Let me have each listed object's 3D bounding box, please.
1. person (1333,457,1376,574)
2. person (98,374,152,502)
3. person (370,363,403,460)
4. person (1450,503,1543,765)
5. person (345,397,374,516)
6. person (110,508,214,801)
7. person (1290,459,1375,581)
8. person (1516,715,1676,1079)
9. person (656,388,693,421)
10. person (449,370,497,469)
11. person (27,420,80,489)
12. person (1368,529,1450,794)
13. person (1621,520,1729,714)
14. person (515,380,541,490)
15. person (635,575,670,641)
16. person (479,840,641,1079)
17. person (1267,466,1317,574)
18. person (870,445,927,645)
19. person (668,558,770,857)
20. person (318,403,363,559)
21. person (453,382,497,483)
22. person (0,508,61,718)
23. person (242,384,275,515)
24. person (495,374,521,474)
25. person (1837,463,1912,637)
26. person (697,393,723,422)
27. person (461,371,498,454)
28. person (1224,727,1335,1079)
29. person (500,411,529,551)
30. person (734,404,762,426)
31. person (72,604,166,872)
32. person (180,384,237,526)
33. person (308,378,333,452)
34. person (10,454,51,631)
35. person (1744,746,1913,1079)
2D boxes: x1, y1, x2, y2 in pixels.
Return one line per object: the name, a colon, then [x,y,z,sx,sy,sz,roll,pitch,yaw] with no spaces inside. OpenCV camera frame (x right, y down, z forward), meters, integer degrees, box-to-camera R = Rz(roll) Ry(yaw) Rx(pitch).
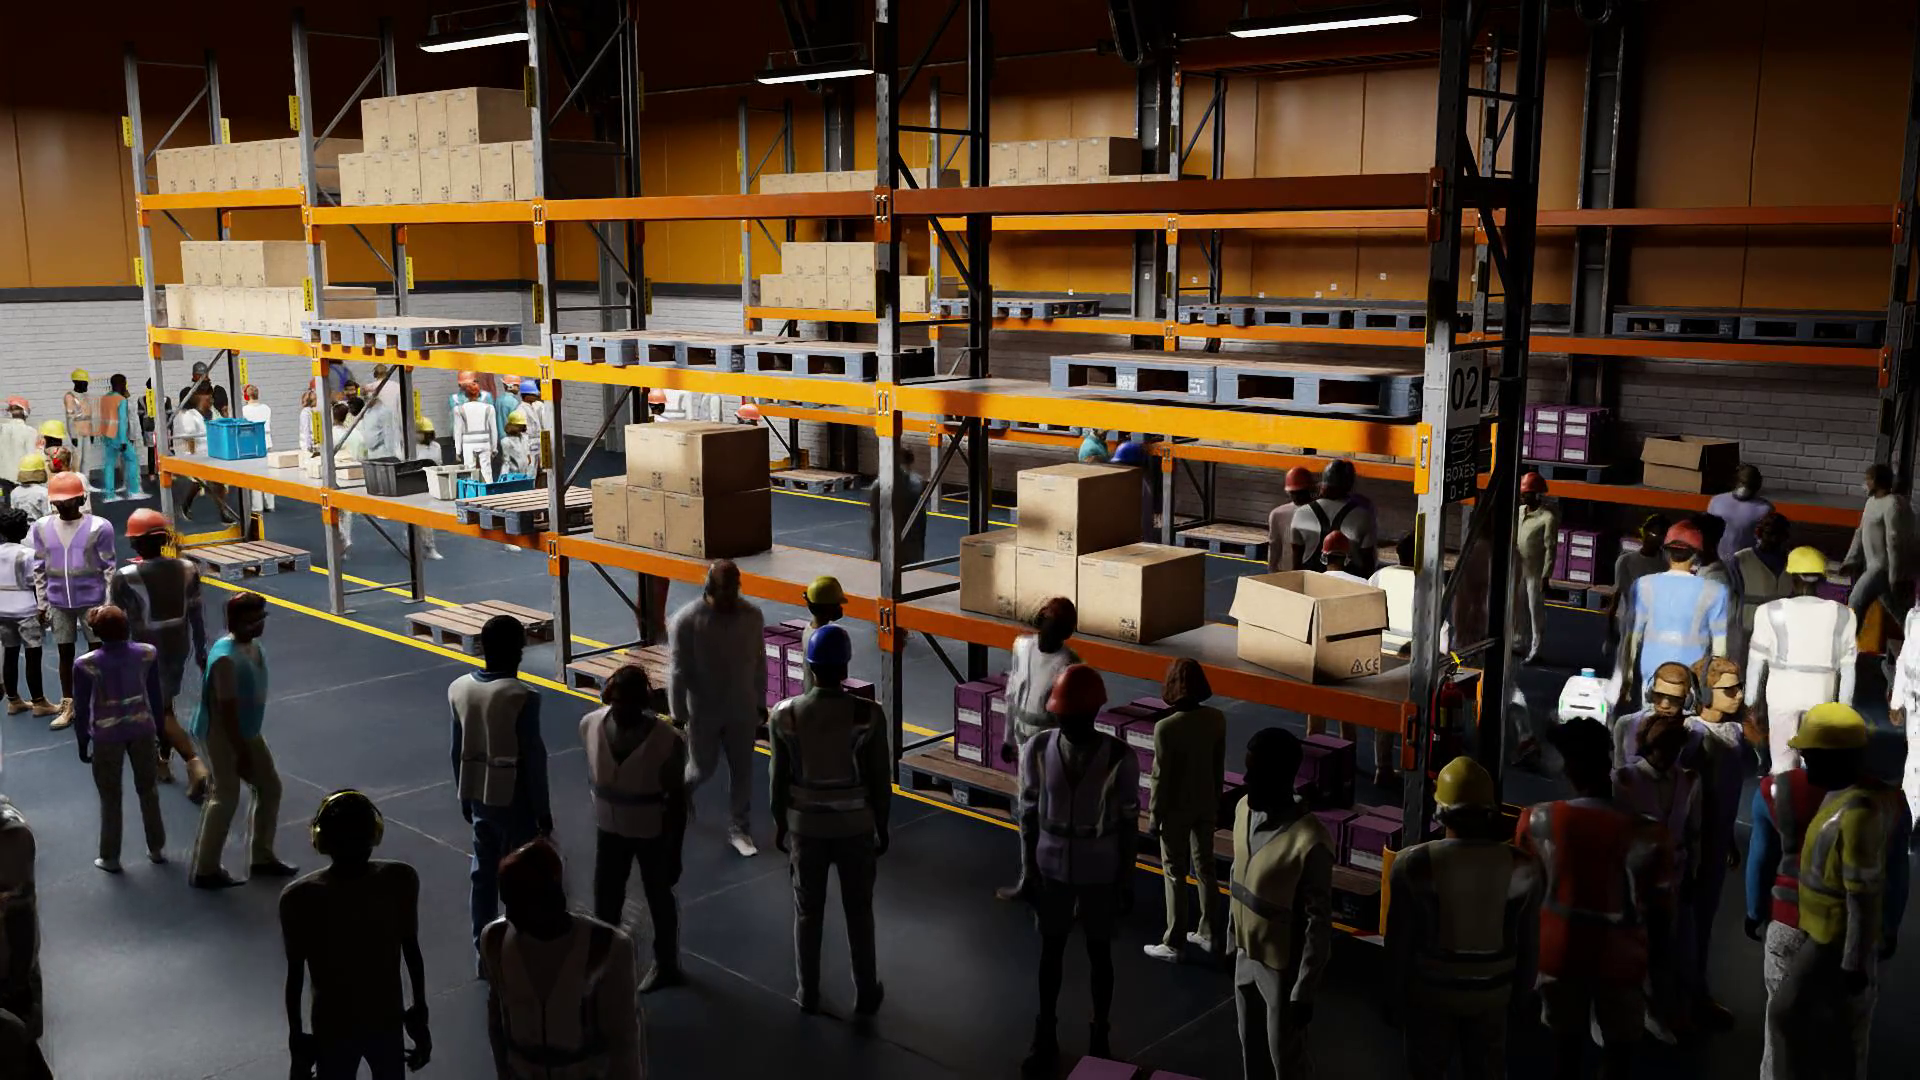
person: [3.517,0.220,14.901,0.553,1.897,0.768,-3,11,-17]
person: [-12.445,-1.520,24.706,0.608,1.887,0.748,5,11,27]
person: [-9.081,-1.817,26.262,0.628,1.936,0.377,-8,13,-40]
person: [3.905,0.687,12.208,0.623,1.907,0.945,-4,11,-19]
person: [-8.364,-1.167,23.328,0.526,1.676,0.491,-1,10,-7]
person: [-5.453,0.782,11.415,0.989,2.012,0.615,6,12,32]
person: [3.092,0.338,13.780,0.682,2.000,0.537,4,11,21]
person: [2.489,1.664,6.582,0.628,1.934,0.532,5,11,28]
person: [-4.543,-1.809,26.396,0.611,1.877,0.356,1,10,4]
person: [-7.130,-1.521,24.365,0.631,2.011,0.551,-1,10,-4]
person: [-9.863,-0.367,18.171,0.419,1.900,0.585,4,11,22]
person: [3.110,0.840,11.498,0.429,1.846,0.625,-8,13,-39]
person: [4.722,0.858,11.017,0.610,1.985,1.102,7,12,35]
person: [-5.920,-1.222,22.859,0.384,1.948,0.605,-1,10,-3]
person: [-2.928,0.031,15.925,0.467,1.904,0.622,0,10,1]
person: [-1.319,1.898,5.500,0.616,1.841,0.953,1,10,7]
person: [2.946,0.310,14.217,0.633,1.958,0.752,3,10,15]
person: [-0.591,0.040,15.819,0.656,1.921,0.480,-7,12,-34]
person: [-1.538,1.008,10.436,0.668,1.887,0.707,-6,12,-31]
person: [-7.490,-0.712,20.127,0.436,1.889,0.598,9,13,40]
person: [-6.790,-1.275,23.343,0.577,1.882,0.349,-4,11,-23]
person: [-7.535,0.584,13.358,0.531,1.698,0.320,4,11,19]
person: [-9.884,-1.265,23.395,0.372,1.843,0.570,3,11,18]
person: [-6.394,-1.402,23.771,0.391,1.986,0.608,-8,13,-40]
person: [8.175,0.256,14.770,1.096,1.879,0.623,3,10,17]
person: [-3.771,-1.591,25.009,0.420,1.932,0.619,-5,11,-26]
person: [-8.732,-2.510,30.266,0.641,1.908,0.407,1,10,4]
person: [1.249,1.669,6.599,0.389,1.919,0.592,-4,11,-23]
person: [-5.513,-0.744,20.745,0.325,1.740,0.492,3,11,19]
person: [-2.427,-0.558,19.002,0.394,1.985,0.611,-7,12,-36]
person: [-5.087,1.197,10.093,0.517,1.634,0.313,-9,14,-43]
person: [-10.257,-1.159,22.544,0.835,1.938,0.612,6,12,30]
person: [-9.851,-1.611,25.611,0.329,1.751,0.571,4,11,23]
person: [-9.099,0.024,16.423,0.485,1.734,0.364,3,10,16]
person: [3.690,1.618,7.125,0.620,1.837,0.429,4,11,22]
